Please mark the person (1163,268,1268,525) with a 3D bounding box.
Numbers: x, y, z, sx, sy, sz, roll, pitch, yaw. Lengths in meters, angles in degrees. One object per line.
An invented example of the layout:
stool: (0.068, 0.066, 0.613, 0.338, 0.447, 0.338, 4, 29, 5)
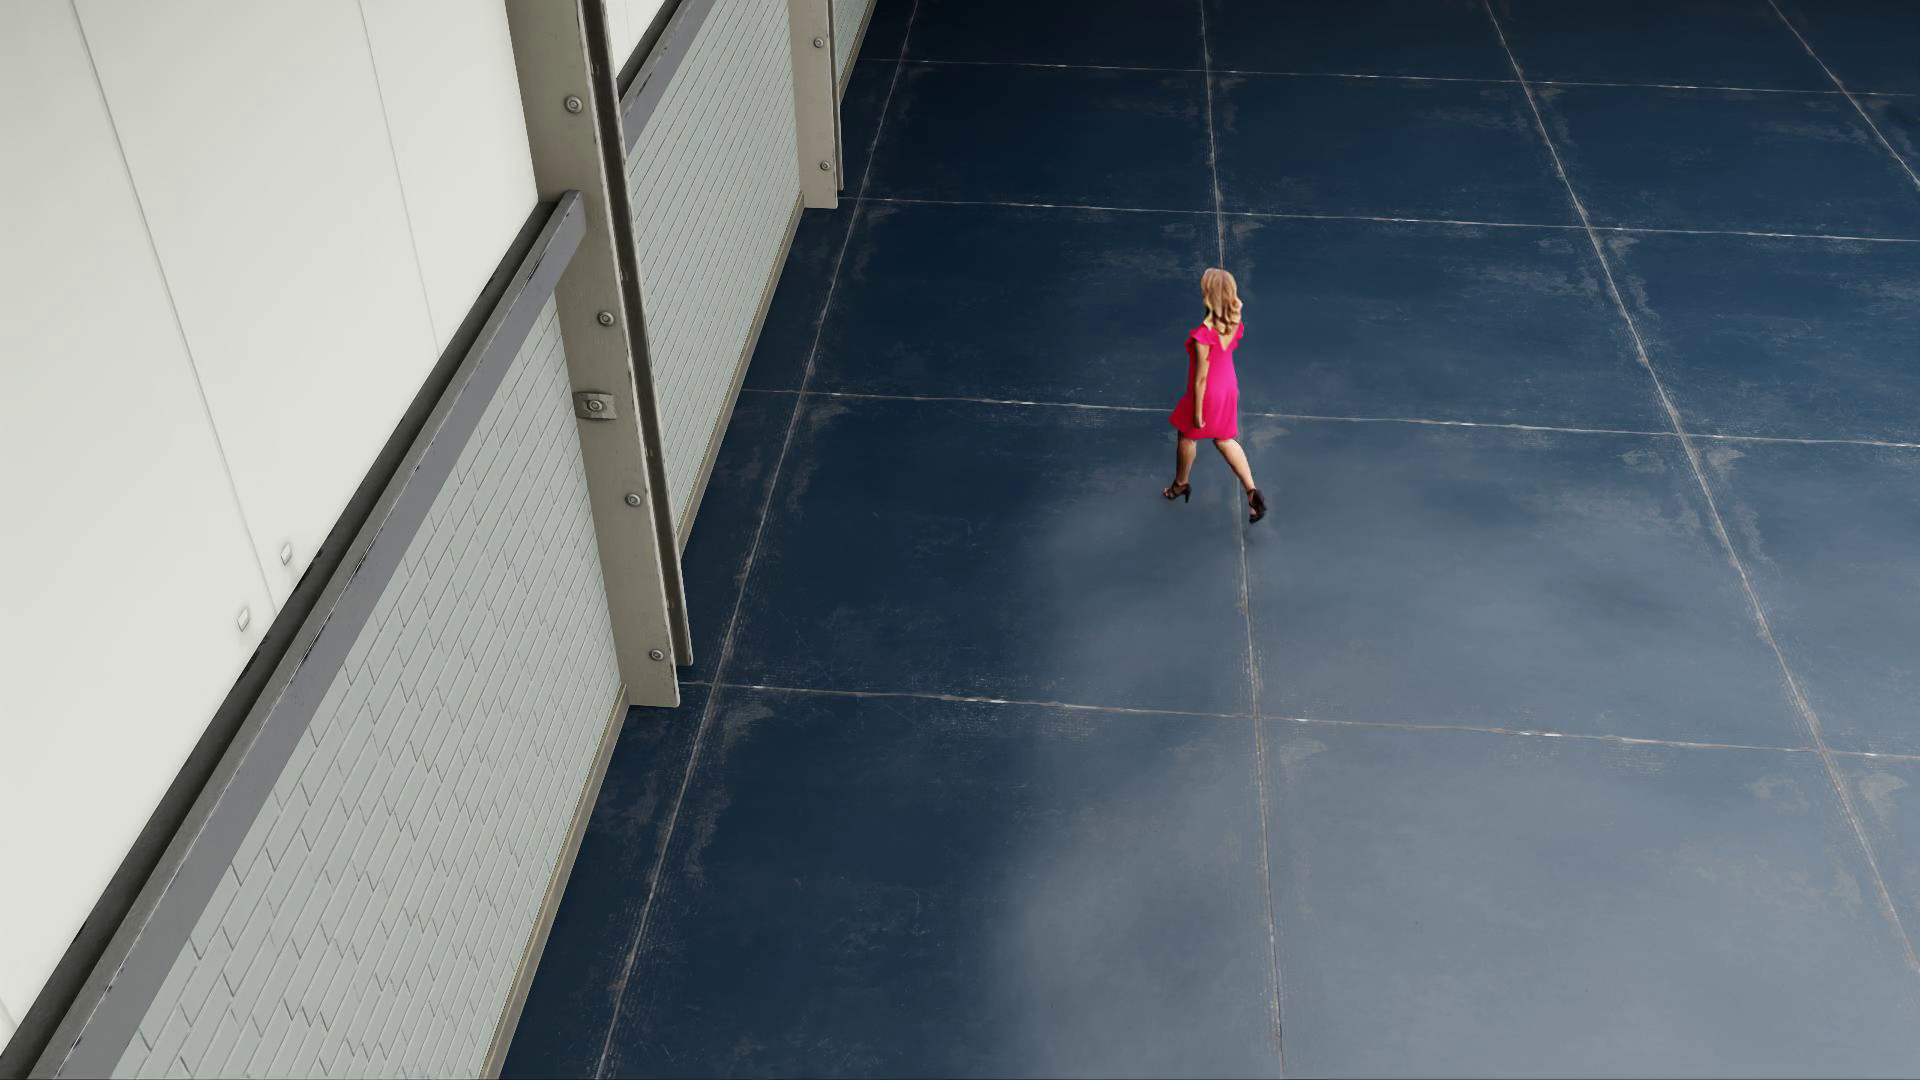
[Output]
person: (1.586, -0.828, 9.994, 0.979, 1.698, 1.030, -29, 46, -32)
